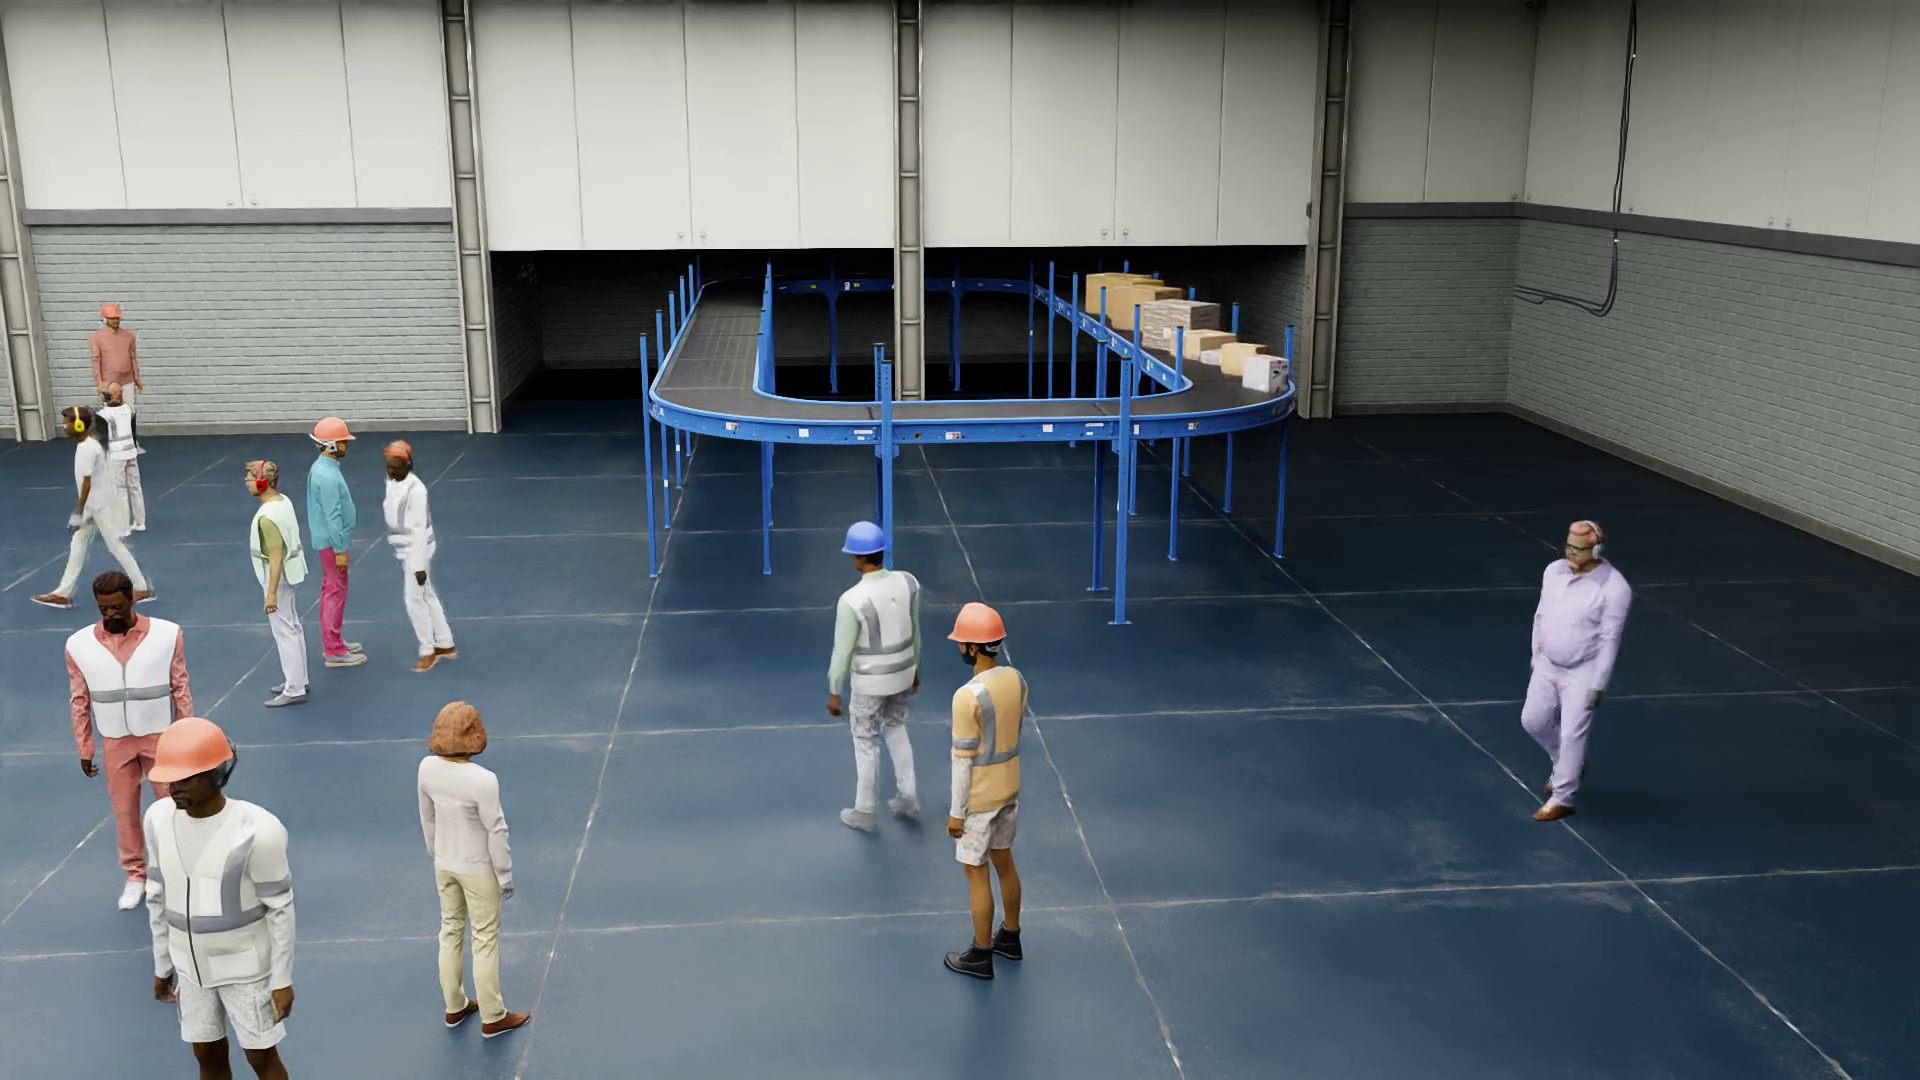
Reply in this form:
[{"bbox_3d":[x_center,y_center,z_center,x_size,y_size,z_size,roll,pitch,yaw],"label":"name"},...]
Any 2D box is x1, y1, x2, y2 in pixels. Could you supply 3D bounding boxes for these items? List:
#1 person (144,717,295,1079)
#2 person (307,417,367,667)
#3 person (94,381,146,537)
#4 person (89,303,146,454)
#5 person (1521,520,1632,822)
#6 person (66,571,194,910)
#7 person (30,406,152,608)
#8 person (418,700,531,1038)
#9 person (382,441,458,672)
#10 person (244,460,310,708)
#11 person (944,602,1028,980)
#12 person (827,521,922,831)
[{"bbox_3d":[-2.894,1.660,6.504,0.605,2.045,0.387,3,14,13],"label":"person"},{"bbox_3d":[-4.941,0.013,13.213,0.404,1.987,0.616,-6,15,-24],"label":"person"},{"bbox_3d":[-8.763,-0.846,17.343,0.309,1.645,0.515,4,14,14],"label":"person"},{"bbox_3d":[-10.906,-2.073,21.539,0.383,1.996,0.609,9,17,33],"label":"person"},{"bbox_3d":[3.771,0.796,10.276,0.534,1.889,0.659,-9,16,-31],"label":"person"},{"bbox_3d":[-4.517,1.078,9.118,0.599,1.909,0.399,-5,15,-20],"label":"person"},{"bbox_3d":[-7.734,-0.268,14.683,0.969,1.822,0.515,-10,17,-35],"label":"person"},{"bbox_3d":[-2.303,1.539,7.818,0.500,1.636,0.280,7,16,27],"label":"person"},{"bbox_3d":[-4.269,0.101,13.151,0.492,1.850,0.616,-10,17,-35],"label":"person"},{"bbox_3d":[-5.022,0.314,12.292,0.373,1.843,0.570,-3,14,-12],"label":"person"},{"bbox_3d":[0.109,1.255,8.375,0.390,1.930,0.540,9,16,31],"label":"person"},{"bbox_3d":[-0.510,0.830,10.036,0.450,1.935,0.655,14,19,43],"label":"person"}]
